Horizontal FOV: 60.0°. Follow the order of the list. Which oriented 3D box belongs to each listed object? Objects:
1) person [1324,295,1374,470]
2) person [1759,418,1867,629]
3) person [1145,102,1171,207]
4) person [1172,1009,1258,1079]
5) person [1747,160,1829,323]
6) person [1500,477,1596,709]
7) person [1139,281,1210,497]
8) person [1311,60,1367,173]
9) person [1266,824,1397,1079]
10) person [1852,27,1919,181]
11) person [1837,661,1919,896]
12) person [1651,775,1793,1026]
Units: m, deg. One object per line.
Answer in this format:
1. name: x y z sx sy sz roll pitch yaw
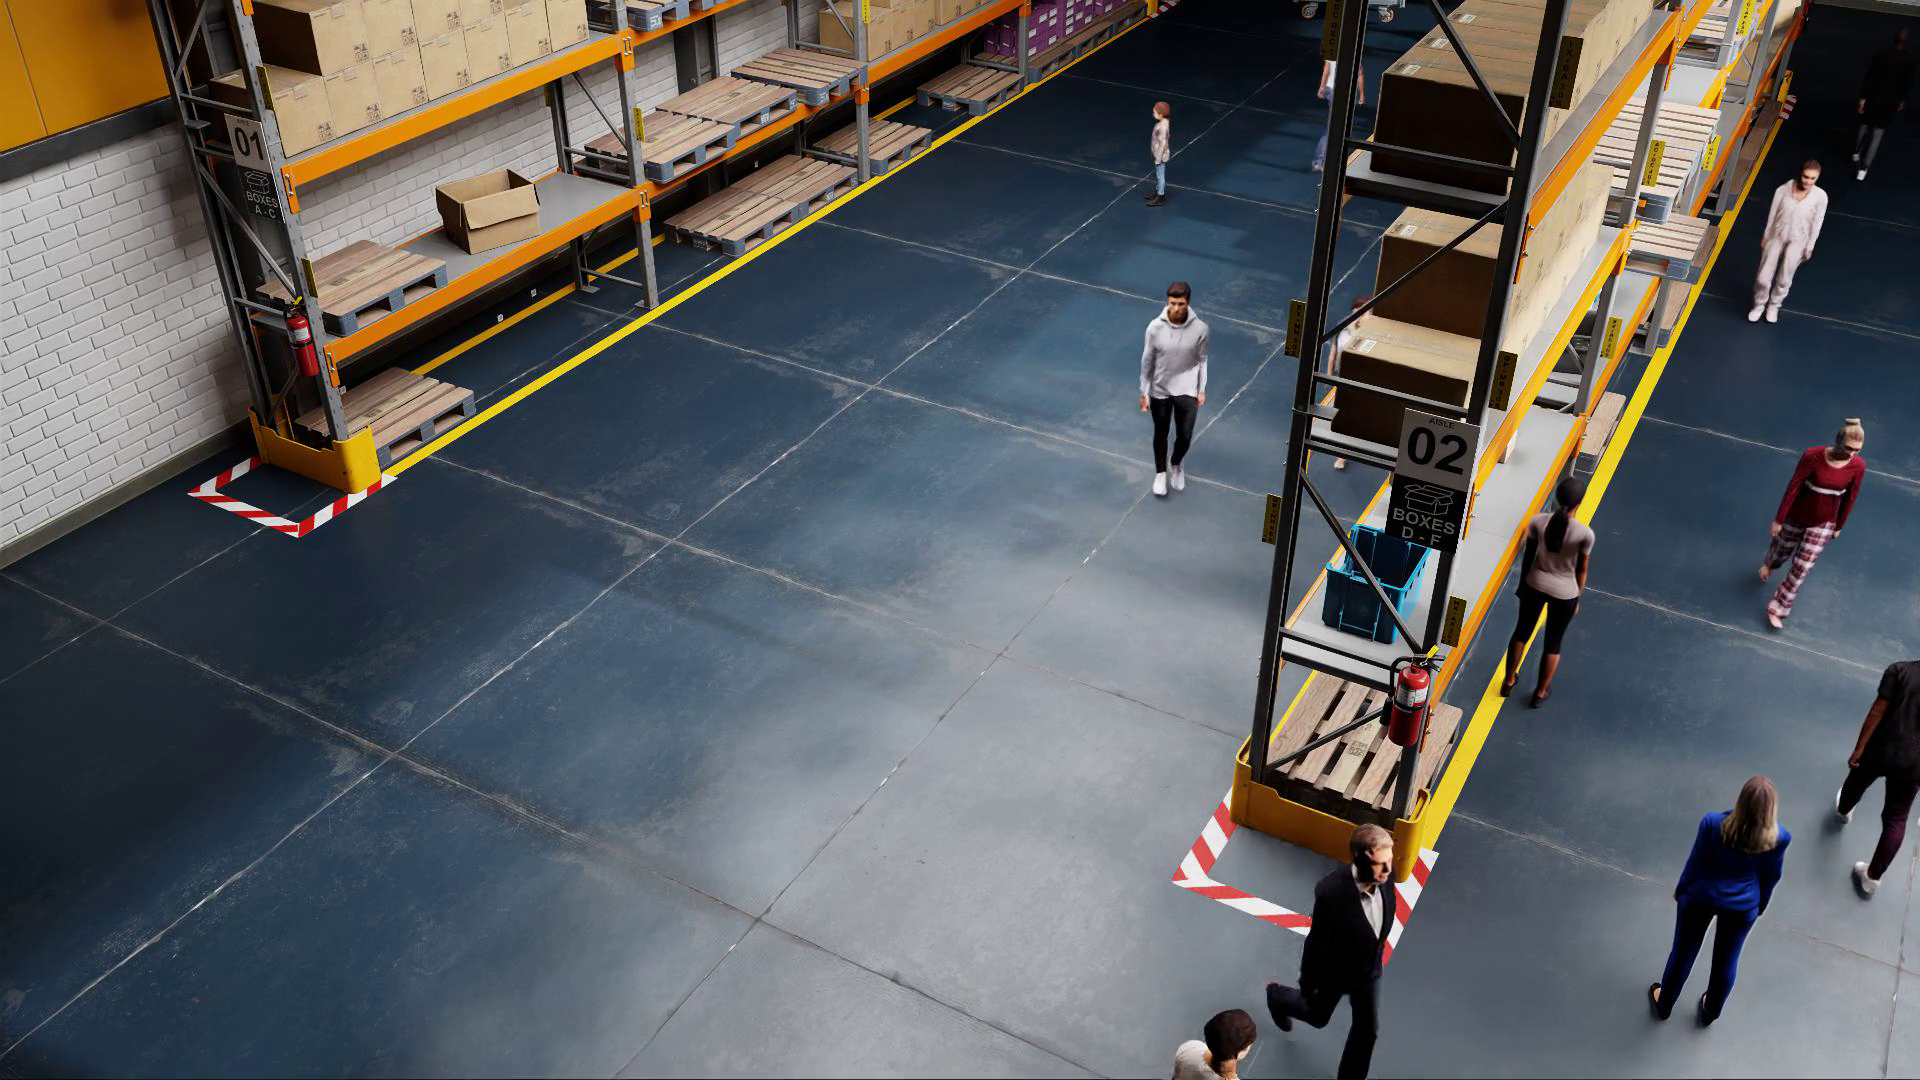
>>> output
1. person: 3.313 -1.381 14.035 0.564 1.555 0.695 17 37 24
2. person: 6.179 -0.192 12.135 0.793 1.678 1.021 12 35 17
3. person: 2.284 -4.401 18.909 0.614 1.189 0.516 2 34 3
4. person: 1.062 2.821 7.595 1.144 1.687 0.961 -19 38 -26
5. person: 8.111 -2.949 16.288 0.647 1.673 0.611 16 37 22
6. person: 3.984 0.357 11.250 0.612 1.744 0.563 23 40 30
7. person: 1.735 -1.271 13.544 0.807 1.915 0.808 2 34 3
8. person: 4.390 -5.226 19.569 1.207 1.832 0.979 -21 39 -29
9. person: 1.941 2.115 8.563 1.150 1.791 1.124 -16 37 -22
10. person: 10.748 -5.051 19.411 0.698 1.716 1.135 15 37 22
11. person: 5.542 1.310 9.841 0.750 1.716 1.137 12 35 17
12. person: 4.077 1.935 8.916 0.675 1.700 0.630 8 34 12
